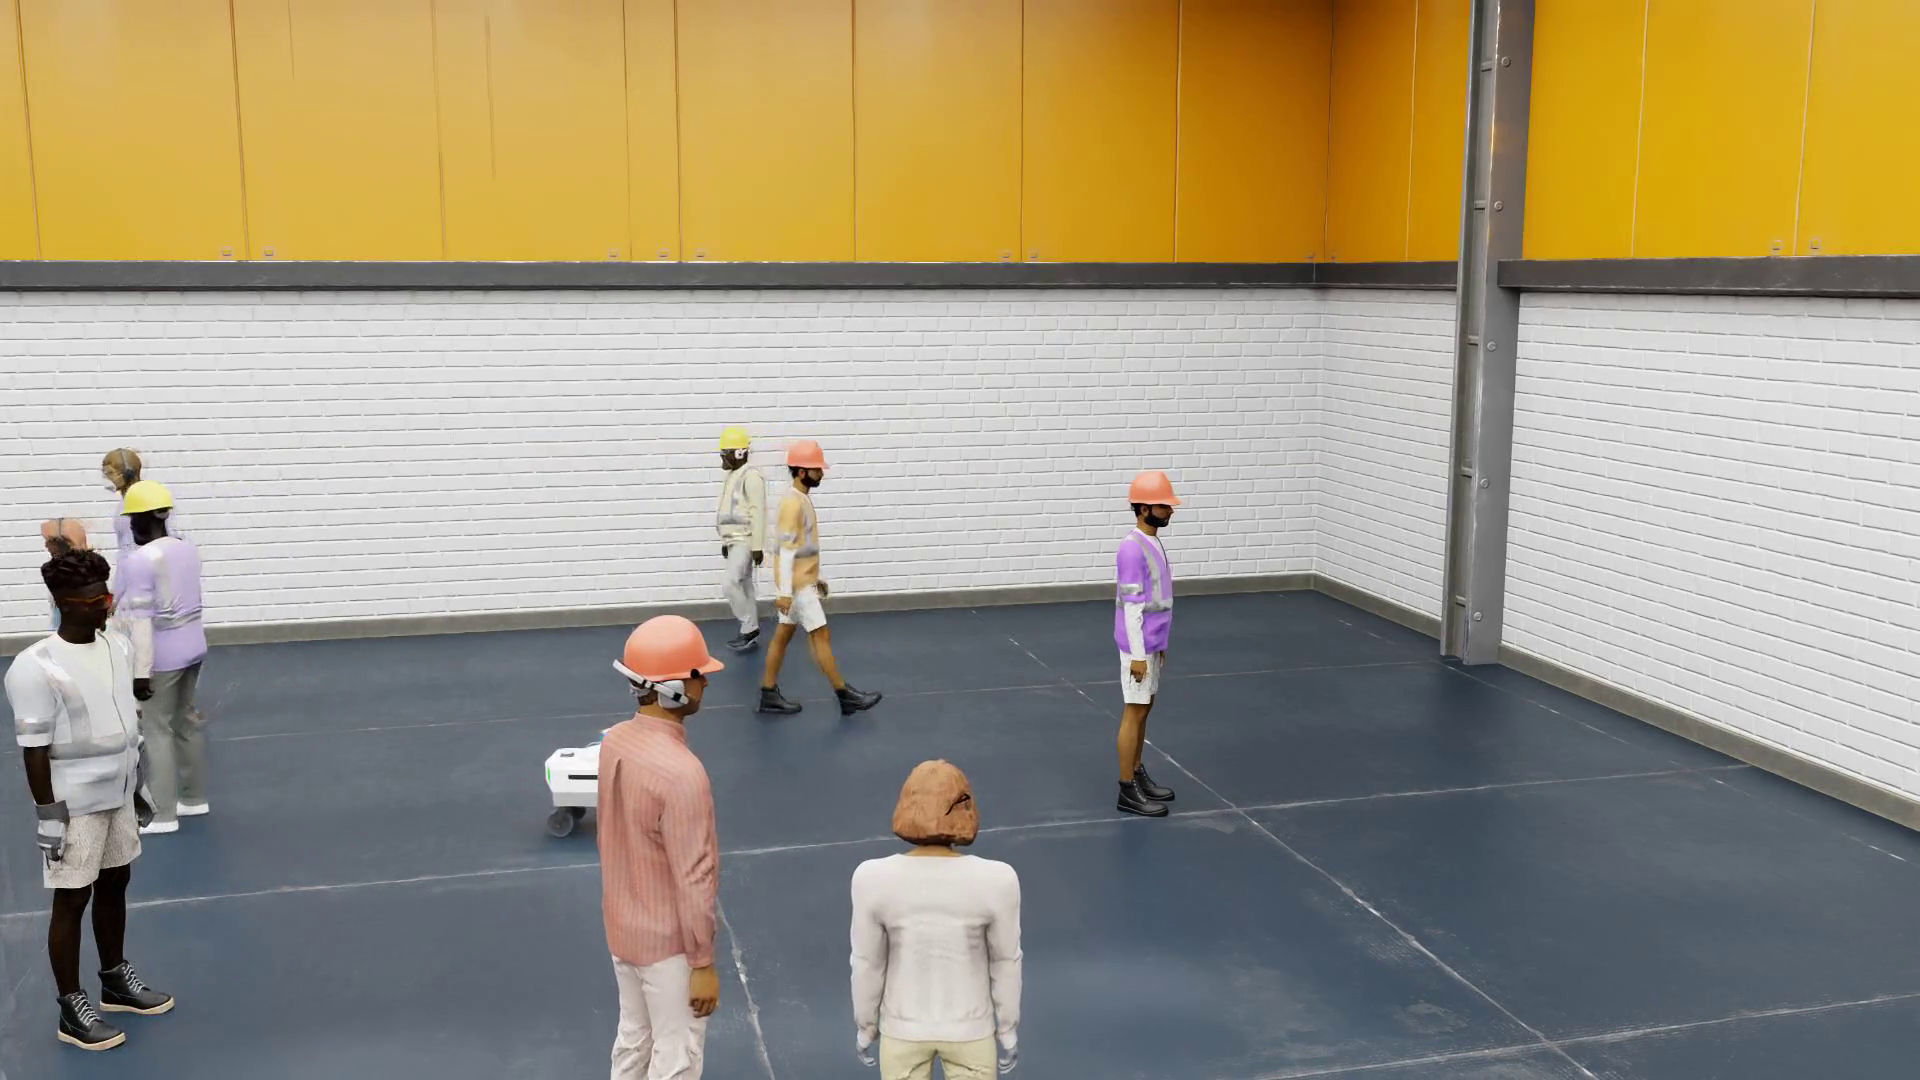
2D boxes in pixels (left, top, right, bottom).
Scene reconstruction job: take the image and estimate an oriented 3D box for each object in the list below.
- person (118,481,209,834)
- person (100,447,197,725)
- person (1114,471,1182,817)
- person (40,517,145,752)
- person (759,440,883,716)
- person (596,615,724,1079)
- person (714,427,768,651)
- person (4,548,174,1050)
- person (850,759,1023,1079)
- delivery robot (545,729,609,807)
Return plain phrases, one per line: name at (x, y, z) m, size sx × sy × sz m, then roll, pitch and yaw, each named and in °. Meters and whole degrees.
person at (-4.350, 0.632, 9.090) m, size 0.425 × 1.915 × 0.587 m, roll 1°, pitch 9°, yaw 6°
person at (-5.394, 0.346, 10.860) m, size 0.743 × 1.906 × 0.638 m, roll -6°, pitch 11°, yaw -35°
person at (1.057, 0.572, 9.376) m, size 0.358 × 1.938 × 0.542 m, roll 3°, pitch 9°, yaw 17°
person at (-5.149, 0.663, 9.791) m, size 0.408 × 1.623 × 0.511 m, roll -3°, pitch 10°, yaw -18°
person at (-0.967, 0.272, 11.356) m, size 0.931 × 1.896 × 0.574 m, roll 0°, pitch 9°, yaw -1°
person at (-0.909, 1.216, 5.174) m, size 0.392 × 1.995 × 0.612 m, roll -6°, pitch 11°, yaw -35°
person at (-1.778, 0.001, 13.313) m, size 0.462 × 1.813 × 0.627 m, roll -4°, pitch 10°, yaw -25°
person at (-3.440, 1.003, 6.592) m, size 0.367 × 1.967 × 0.606 m, roll 2°, pitch 9°, yaw 10°
person at (-0.069, 1.445, 4.874) m, size 0.501 × 1.631 × 0.287 m, roll 1°, pitch 9°, yaw 3°
delivery robot at (-1.873, 1.269, 9.031) m, size 0.707 × 0.478 × 0.477 m, roll 0°, pitch 9°, yaw 2°
